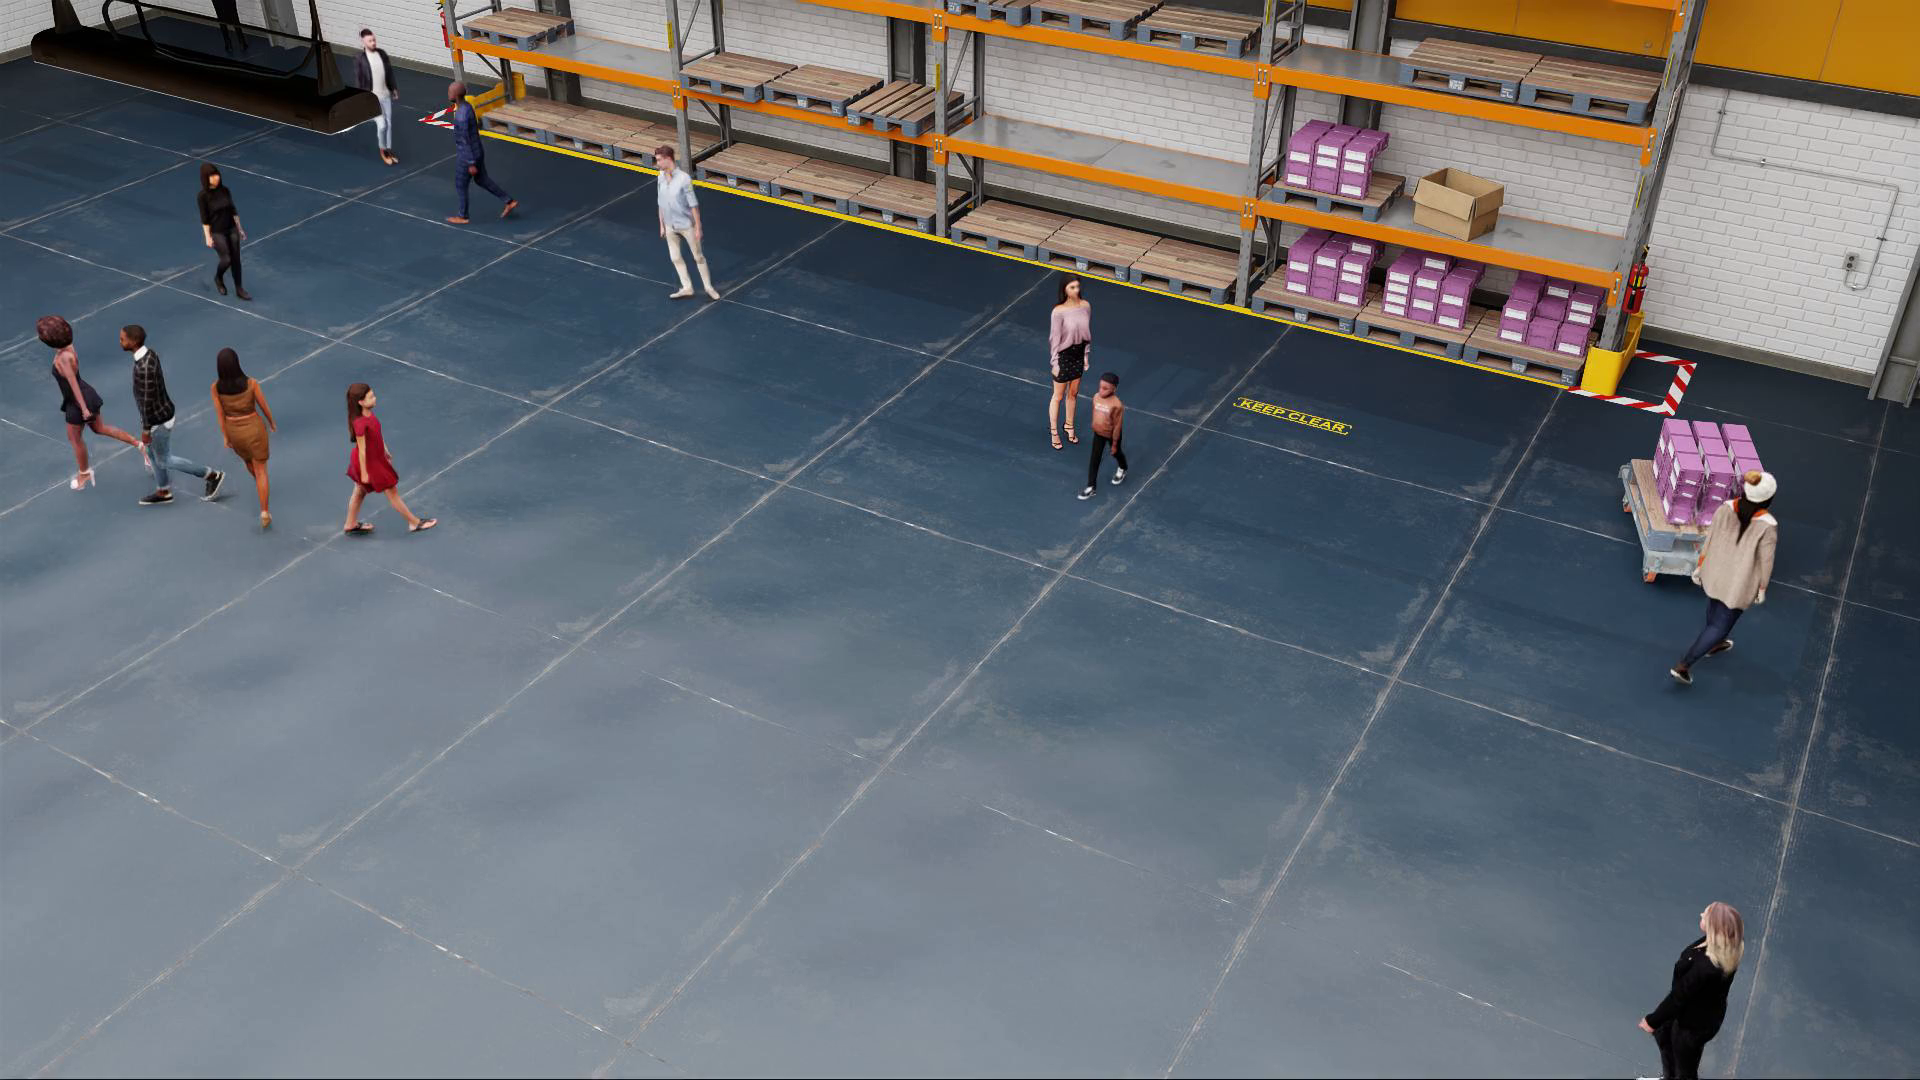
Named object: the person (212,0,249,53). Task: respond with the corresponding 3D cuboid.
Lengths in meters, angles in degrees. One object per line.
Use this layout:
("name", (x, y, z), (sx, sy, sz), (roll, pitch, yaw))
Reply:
("person", (-11.823, -8.746, 26.647), (0.686, 1.780, 0.724), (-12, 36, -18))

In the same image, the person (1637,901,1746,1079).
("person", (4.272, 2.761, 9.433), (0.691, 1.671, 0.672), (22, 40, 30))

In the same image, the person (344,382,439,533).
("person", (-5.313, -0.677, 14.755), (1.080, 1.505, 0.983), (-7, 34, -10))

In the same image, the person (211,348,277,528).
("person", (-6.398, -0.885, 14.947), (1.034, 1.638, 1.094), (-8, 34, -12))

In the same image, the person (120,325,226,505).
("person", (-7.231, -1.113, 15.145), (1.099, 1.799, 1.092), (-14, 36, -20))

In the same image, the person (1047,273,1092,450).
("person", (1.039, -1.726, 16.057), (0.692, 1.811, 0.687), (-19, 38, -26))

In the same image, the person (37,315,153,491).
("person", (-8.046, -1.272, 15.426), (1.056, 1.754, 1.044), (-10, 35, -15))

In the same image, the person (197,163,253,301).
("person", (-8.422, -3.515, 18.909), (0.678, 1.634, 0.585), (20, 39, 28))

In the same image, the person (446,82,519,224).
("person", (-6.015, -4.810, 20.712), (1.237, 1.793, 1.111), (-4, 34, -6))

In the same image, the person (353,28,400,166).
("person", (-7.916, -6.014, 22.496), (0.658, 1.825, 0.726), (26, 42, 34))

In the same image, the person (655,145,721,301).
("person", (-3.105, -3.569, 18.821), (0.561, 1.822, 0.837), (10, 35, 15))

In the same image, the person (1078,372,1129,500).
("person", (1.425, -1.012, 15.514), (0.890, 1.223, 0.691), (26, 41, 33))

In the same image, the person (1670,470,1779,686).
("person", (5.948, 0.300, 12.965), (1.134, 1.860, 1.207), (-17, 37, -24))
